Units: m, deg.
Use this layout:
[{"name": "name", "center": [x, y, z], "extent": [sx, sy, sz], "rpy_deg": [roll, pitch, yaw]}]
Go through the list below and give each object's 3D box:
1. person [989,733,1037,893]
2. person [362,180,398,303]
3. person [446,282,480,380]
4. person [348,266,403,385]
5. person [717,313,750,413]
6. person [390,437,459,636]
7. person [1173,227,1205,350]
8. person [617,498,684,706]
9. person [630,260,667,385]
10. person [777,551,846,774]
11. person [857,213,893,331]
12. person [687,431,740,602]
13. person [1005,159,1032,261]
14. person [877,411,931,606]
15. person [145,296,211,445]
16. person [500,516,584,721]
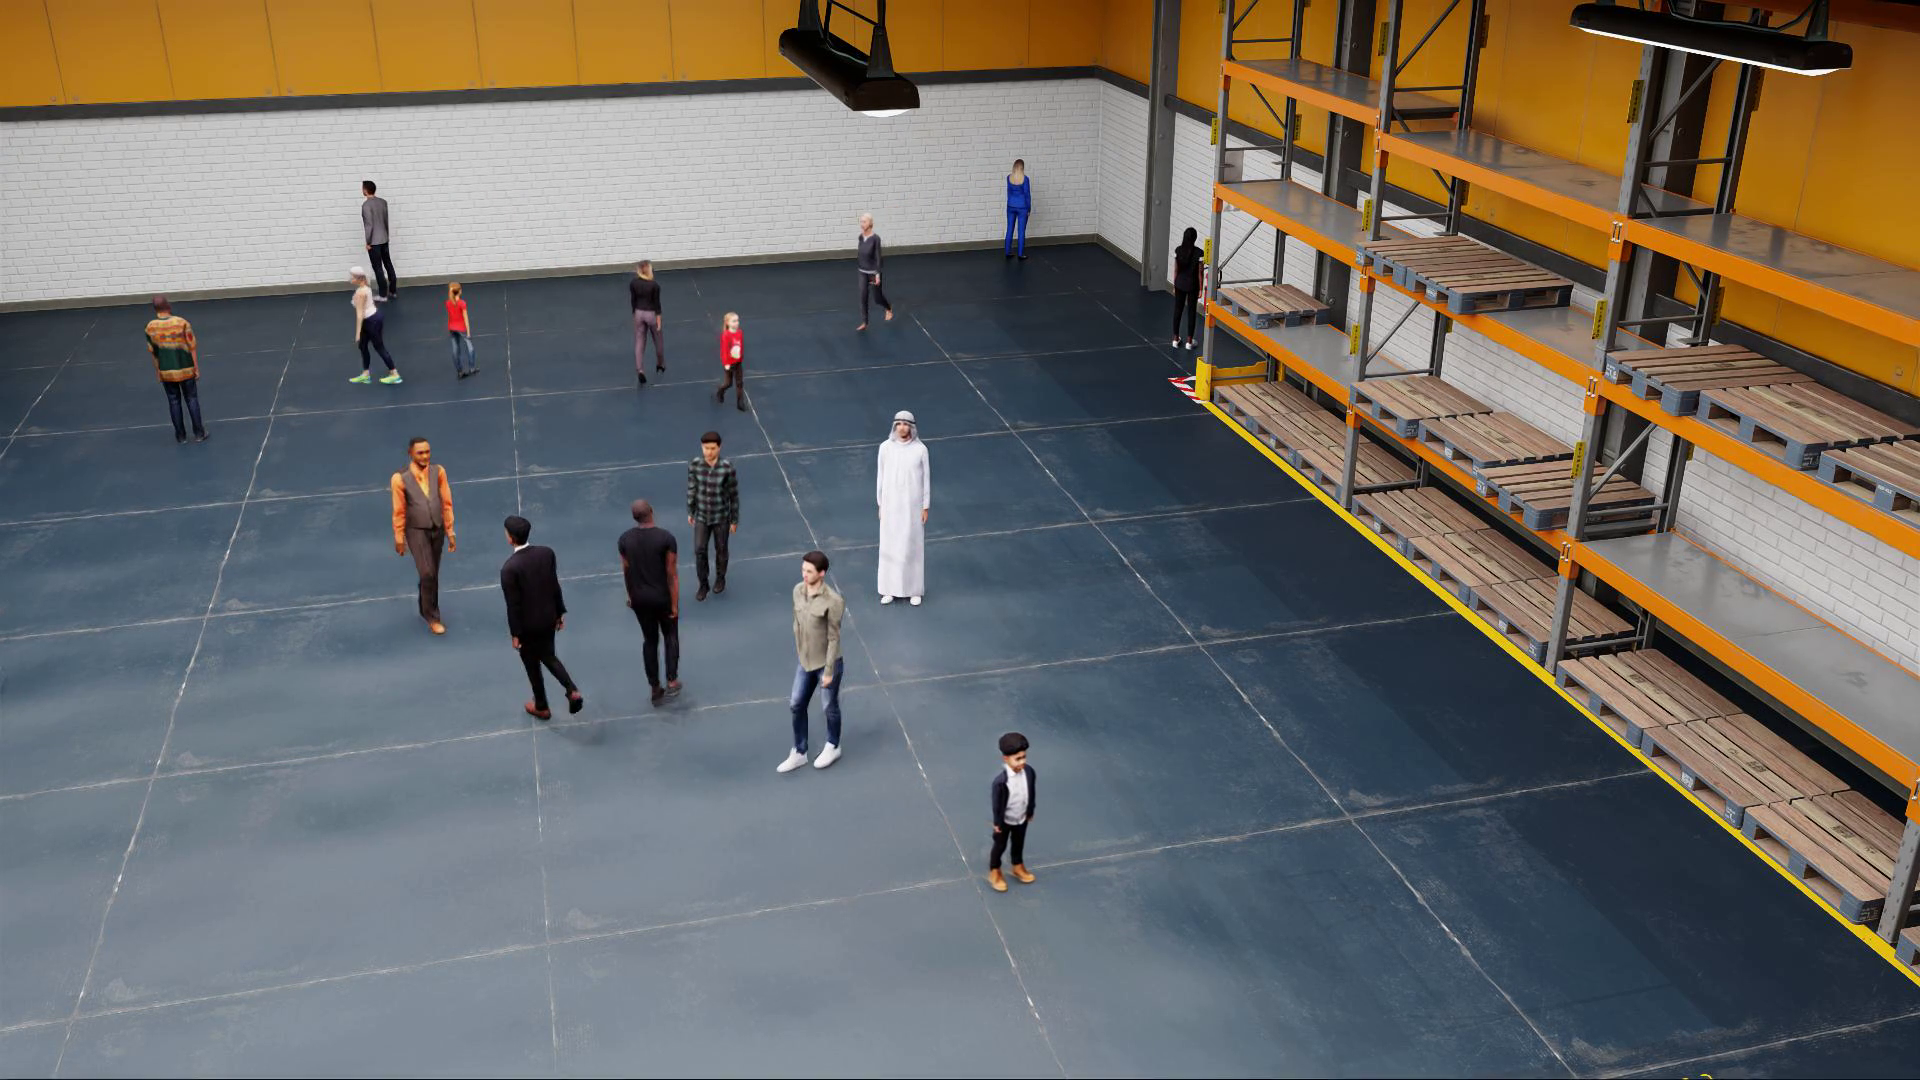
[{"name": "person", "center": [0.358, 1.899, 11.725], "extent": [0.545, 1.220, 0.521], "rpy_deg": [-12, 27, -26]}, {"name": "person", "center": [-9.095, -4.684, 25.969], "extent": [0.842, 1.874, 0.740], "rpy_deg": [8, 25, 17]}, {"name": "person", "center": [-6.785, -2.806, 22.390], "extent": [0.595, 1.299, 0.694], "rpy_deg": [4, 24, 10]}, {"name": "person", "center": [-7.723, -2.831, 22.002], "extent": [0.732, 1.655, 0.807], "rpy_deg": [-2, 24, -4]}, {"name": "person", "center": [-2.926, -2.275, 21.208], "extent": [0.704, 1.273, 0.848], "rpy_deg": [-21, 31, -40]}, {"name": "person", "center": [-5.022, -0.096, 15.461], "extent": [0.916, 1.883, 1.028], "rpy_deg": [-20, 31, -38]}, {"name": "person", "center": [3.229, -3.599, 23.668], "extent": [0.694, 1.729, 0.740], "rpy_deg": [10, 26, 22]}, {"name": "person", "center": [-2.603, 0.558, 14.095], "extent": [0.794, 1.780, 0.822], "rpy_deg": [7, 25, 16]}, {"name": "person", "center": [-4.193, -2.849, 22.079], "extent": [0.872, 1.626, 1.111], "rpy_deg": [3, 24, 8]}, {"name": "person", "center": [-1.046, 0.933, 13.145], "extent": [0.927, 1.852, 0.984], "rpy_deg": [16, 28, 33]}, {"name": "person", "center": [-1.277, -3.971, 24.541], "extent": [0.966, 1.710, 1.000], "rpy_deg": [16, 28, 32]}, {"name": "person", "center": [-2.387, -0.290, 16.025], "extent": [0.820, 1.700, 0.857], "rpy_deg": [2, 24, 5]}, {"name": "person", "center": [0.981, -5.640, 28.374], "extent": [0.691, 1.699, 0.751], "rpy_deg": [12, 26, 26]}, {"name": "person", "center": [-0.543, -0.321, 15.926], "extent": [0.770, 1.923, 0.768], "rpy_deg": [3, 24, 6]}, {"name": "person", "center": [-9.447, -2.060, 20.050], "extent": [0.684, 1.805, 0.640], "rpy_deg": [-7, 25, -16]}, {"name": "person", "center": [-3.443, 0.693, 13.685], "extent": [1.089, 1.860, 1.005], "rpy_deg": [19, 30, 37]}]
